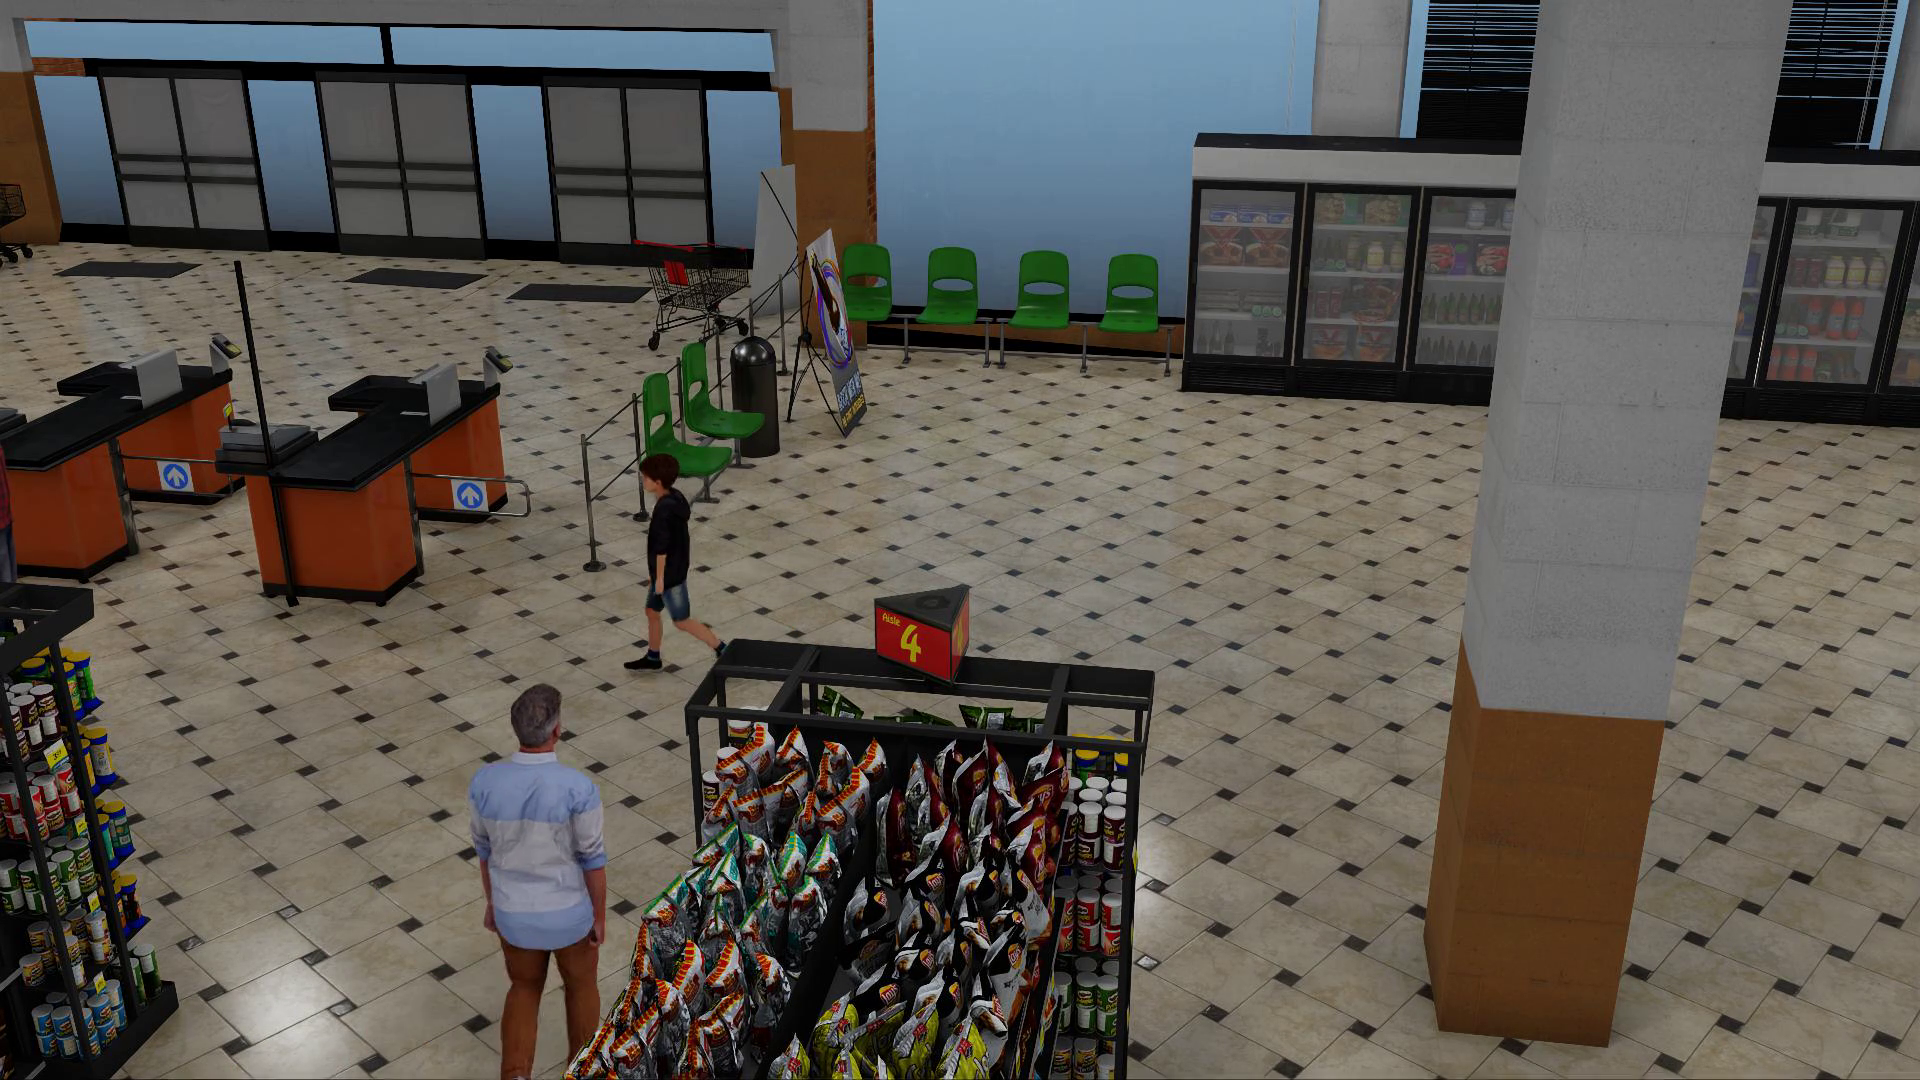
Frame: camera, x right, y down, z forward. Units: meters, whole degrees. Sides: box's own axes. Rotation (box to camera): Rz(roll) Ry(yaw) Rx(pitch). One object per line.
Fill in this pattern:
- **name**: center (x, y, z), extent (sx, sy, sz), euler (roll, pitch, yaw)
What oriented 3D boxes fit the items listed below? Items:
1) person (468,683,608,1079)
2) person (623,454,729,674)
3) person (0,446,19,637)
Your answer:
- **person**: center (-1.609, 1.440, 6.336), extent (0.736, 1.806, 0.949), euler (2, 22, 4)
- **person**: center (-1.679, 0.186, 9.975), extent (0.724, 1.419, 0.938), euler (-1, 22, -2)
- **person**: center (-5.955, -0.107, 10.151), extent (0.822, 1.831, 0.682), euler (-7, 23, -18)
